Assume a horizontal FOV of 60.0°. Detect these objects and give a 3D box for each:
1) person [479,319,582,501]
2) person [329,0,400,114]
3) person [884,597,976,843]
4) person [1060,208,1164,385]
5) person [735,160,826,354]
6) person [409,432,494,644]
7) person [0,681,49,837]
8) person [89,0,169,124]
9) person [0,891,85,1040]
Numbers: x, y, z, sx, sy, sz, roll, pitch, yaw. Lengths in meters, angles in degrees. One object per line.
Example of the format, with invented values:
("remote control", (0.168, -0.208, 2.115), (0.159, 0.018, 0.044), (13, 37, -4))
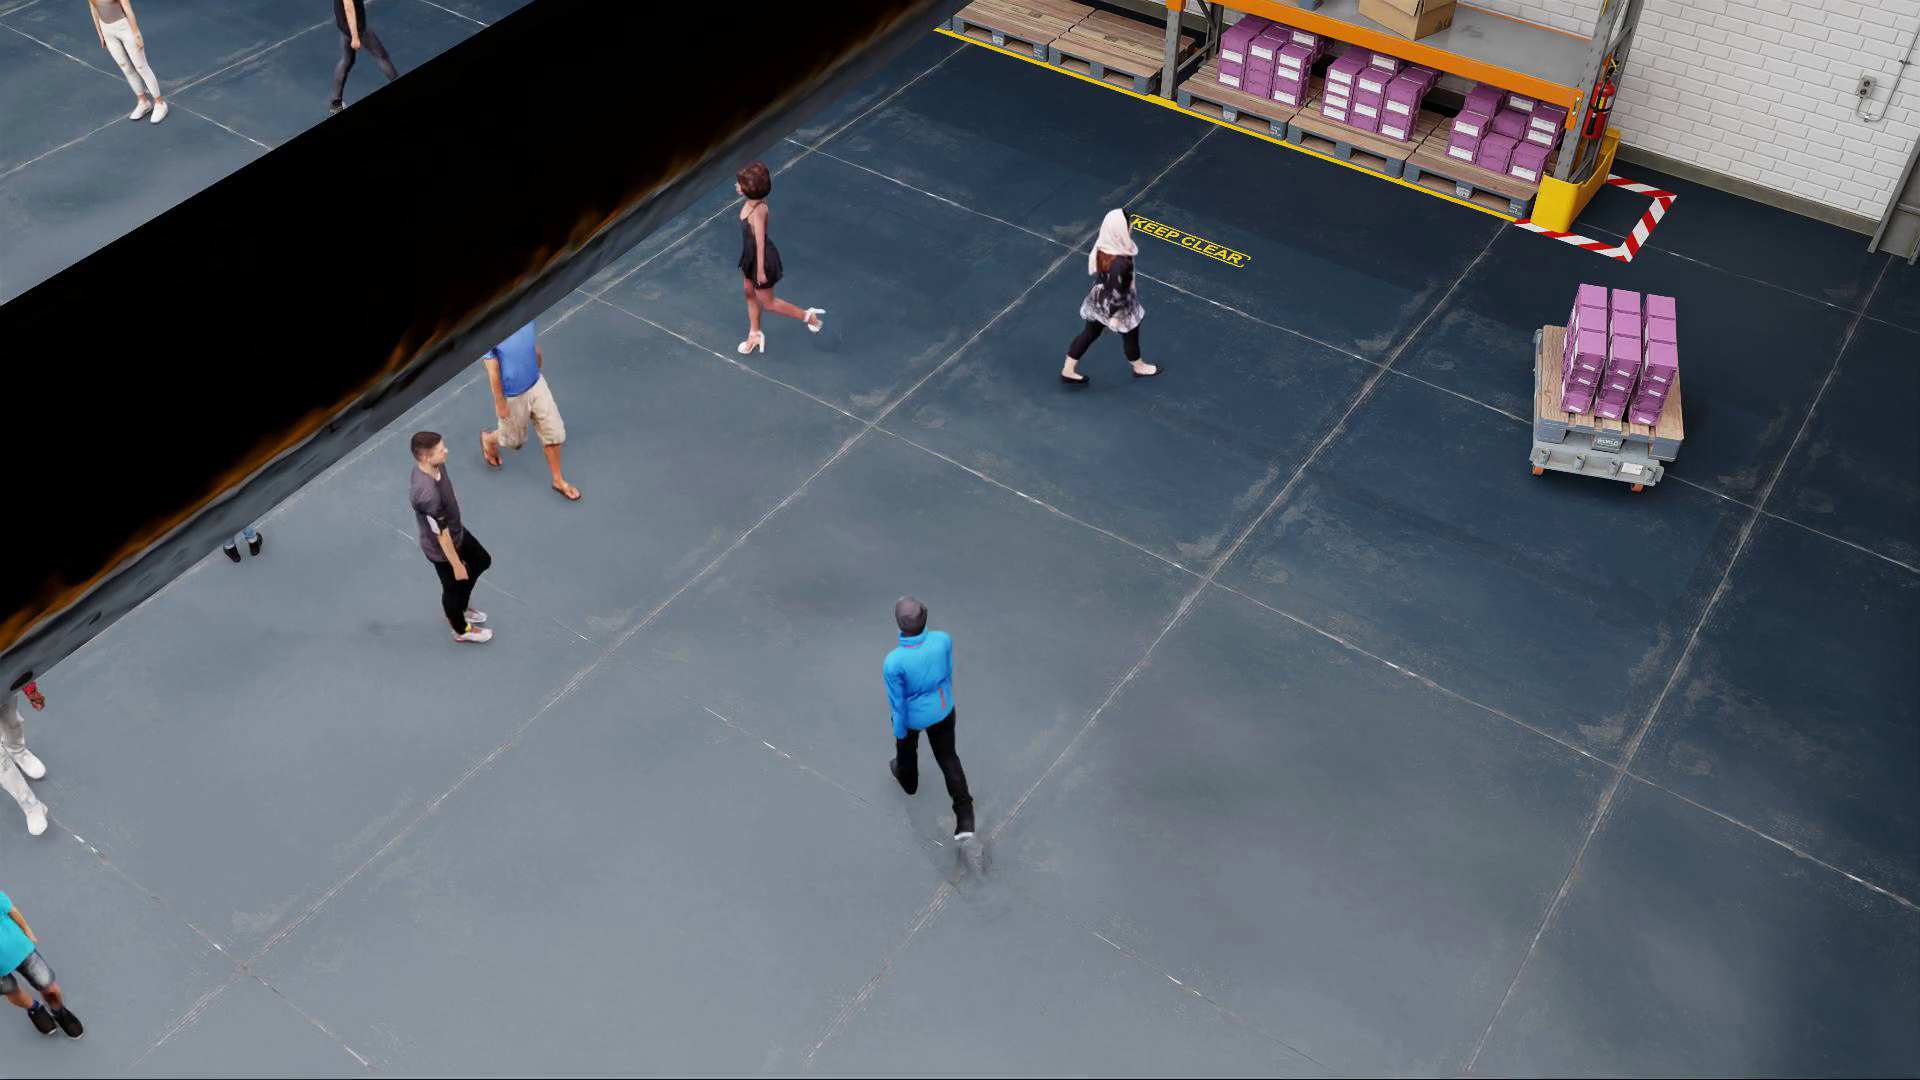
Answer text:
("person", (-3.231, -1.118, 11.964), (1.132, 1.839, 0.696), (30, 51, 28))
("person", (-5.932, -4.934, 16.008), (0.961, 1.787, 1.192), (-26, 50, -25))
("person", (-0.167, 1.072, 9.719), (0.968, 1.765, 1.203), (-19, 47, -19))
("person", (1.090, -1.834, 12.896), (1.128, 1.590, 1.106), (-9, 44, -9))
("person", (-1.493, -2.204, 13.155), (0.980, 1.769, 0.960), (-10, 44, -10))
("person", (-3.431, 0.014, 10.841), (0.838, 1.748, 0.782), (-5, 44, -5))
("person", (-5.903, 0.846, 9.941), (0.831, 1.788, 1.156), (-35, 53, -31))
("person", (-8.058, -4.871, 15.992), (0.600, 1.717, 0.723), (7, 44, 7))
("person", (-5.128, 2.156, 8.821), (0.642, 1.435, 0.572), (34, 53, 31))
